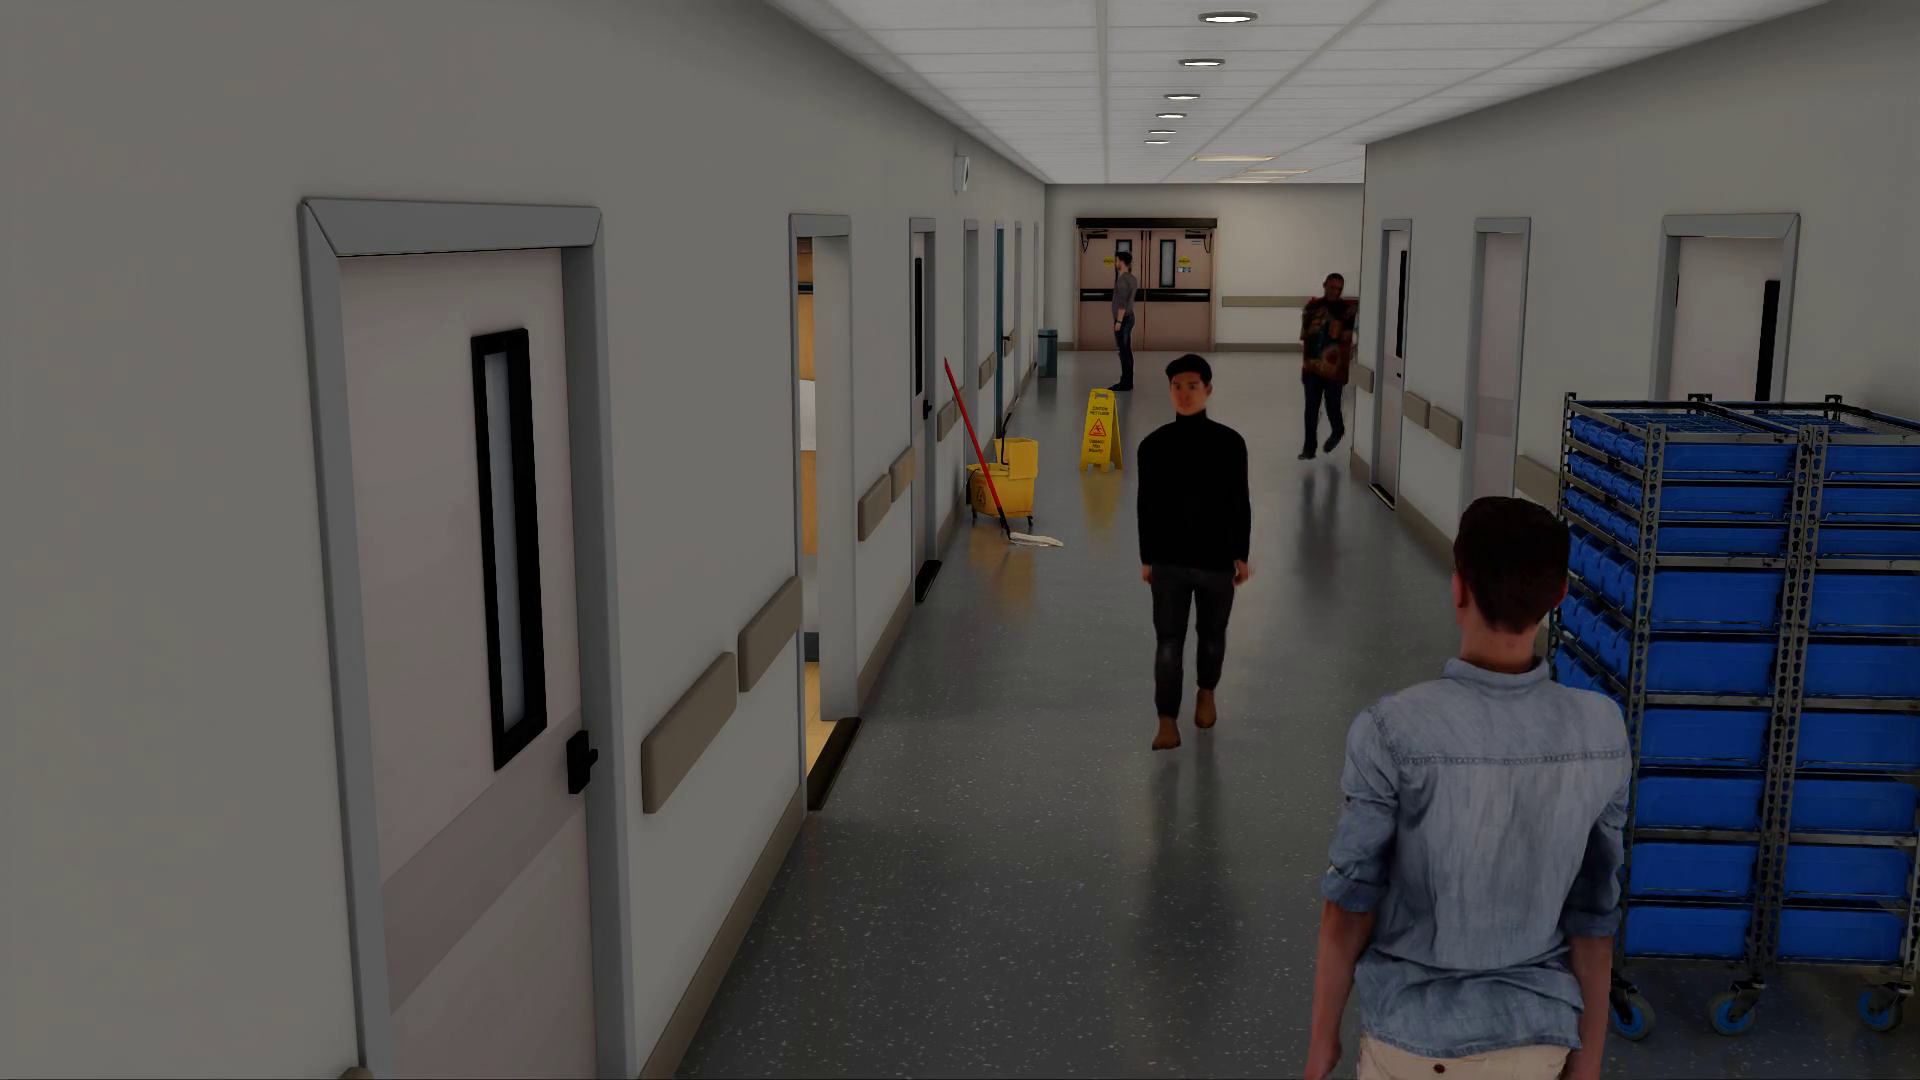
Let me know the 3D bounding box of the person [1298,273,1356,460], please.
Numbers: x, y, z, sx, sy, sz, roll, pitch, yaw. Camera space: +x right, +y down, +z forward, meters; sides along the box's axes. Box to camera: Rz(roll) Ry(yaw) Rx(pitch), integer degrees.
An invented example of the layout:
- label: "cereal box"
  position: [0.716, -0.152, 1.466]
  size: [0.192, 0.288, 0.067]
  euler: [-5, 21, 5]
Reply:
- label: "person"
  position: [3.550, -1.651, 16.007]
  size: [1.018, 1.765, 1.278]
  euler: [7, 13, 31]

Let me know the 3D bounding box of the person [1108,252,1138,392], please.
- label: "person"
  position: [2.271, -3.028, 23.008]
  size: [0.818, 1.903, 0.604]
  euler: [4, 11, 19]

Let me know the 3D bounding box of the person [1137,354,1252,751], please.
- label: "person"
  position: [1.047, 0.055, 7.337]
  size: [0.761, 1.688, 1.106]
  euler: [3, 11, 14]

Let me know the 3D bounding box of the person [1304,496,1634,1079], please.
- label: "person"
  position: [0.846, 0.872, 2.682]
  size: [0.804, 1.817, 1.189]
  euler: [-1, 11, -7]
